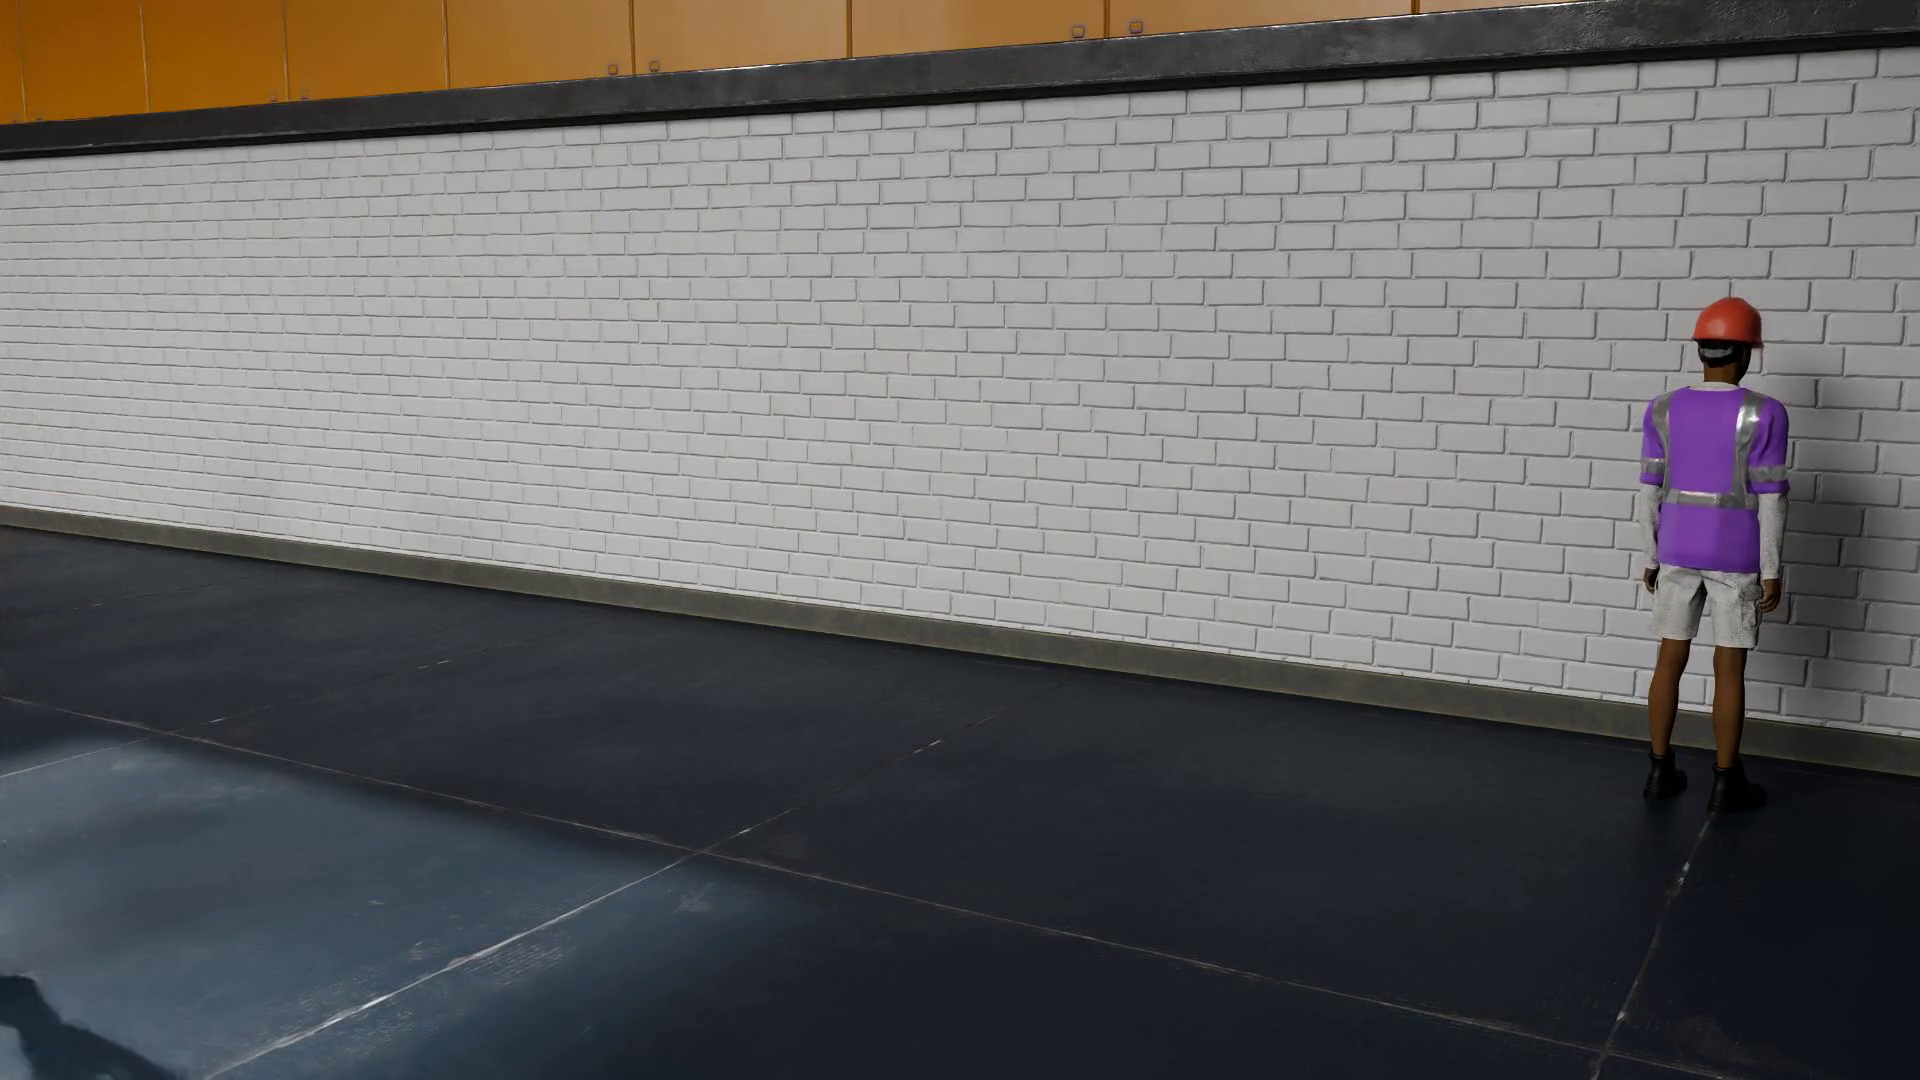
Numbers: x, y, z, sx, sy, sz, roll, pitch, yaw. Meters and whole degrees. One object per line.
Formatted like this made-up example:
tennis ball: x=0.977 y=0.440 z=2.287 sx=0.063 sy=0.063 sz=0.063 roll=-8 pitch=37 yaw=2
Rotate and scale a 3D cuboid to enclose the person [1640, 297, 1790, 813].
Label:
person: x=2.846 y=0.057 z=6.292 sx=0.362 sy=1.936 sz=0.542 roll=-8 pitch=12 yaw=-42
